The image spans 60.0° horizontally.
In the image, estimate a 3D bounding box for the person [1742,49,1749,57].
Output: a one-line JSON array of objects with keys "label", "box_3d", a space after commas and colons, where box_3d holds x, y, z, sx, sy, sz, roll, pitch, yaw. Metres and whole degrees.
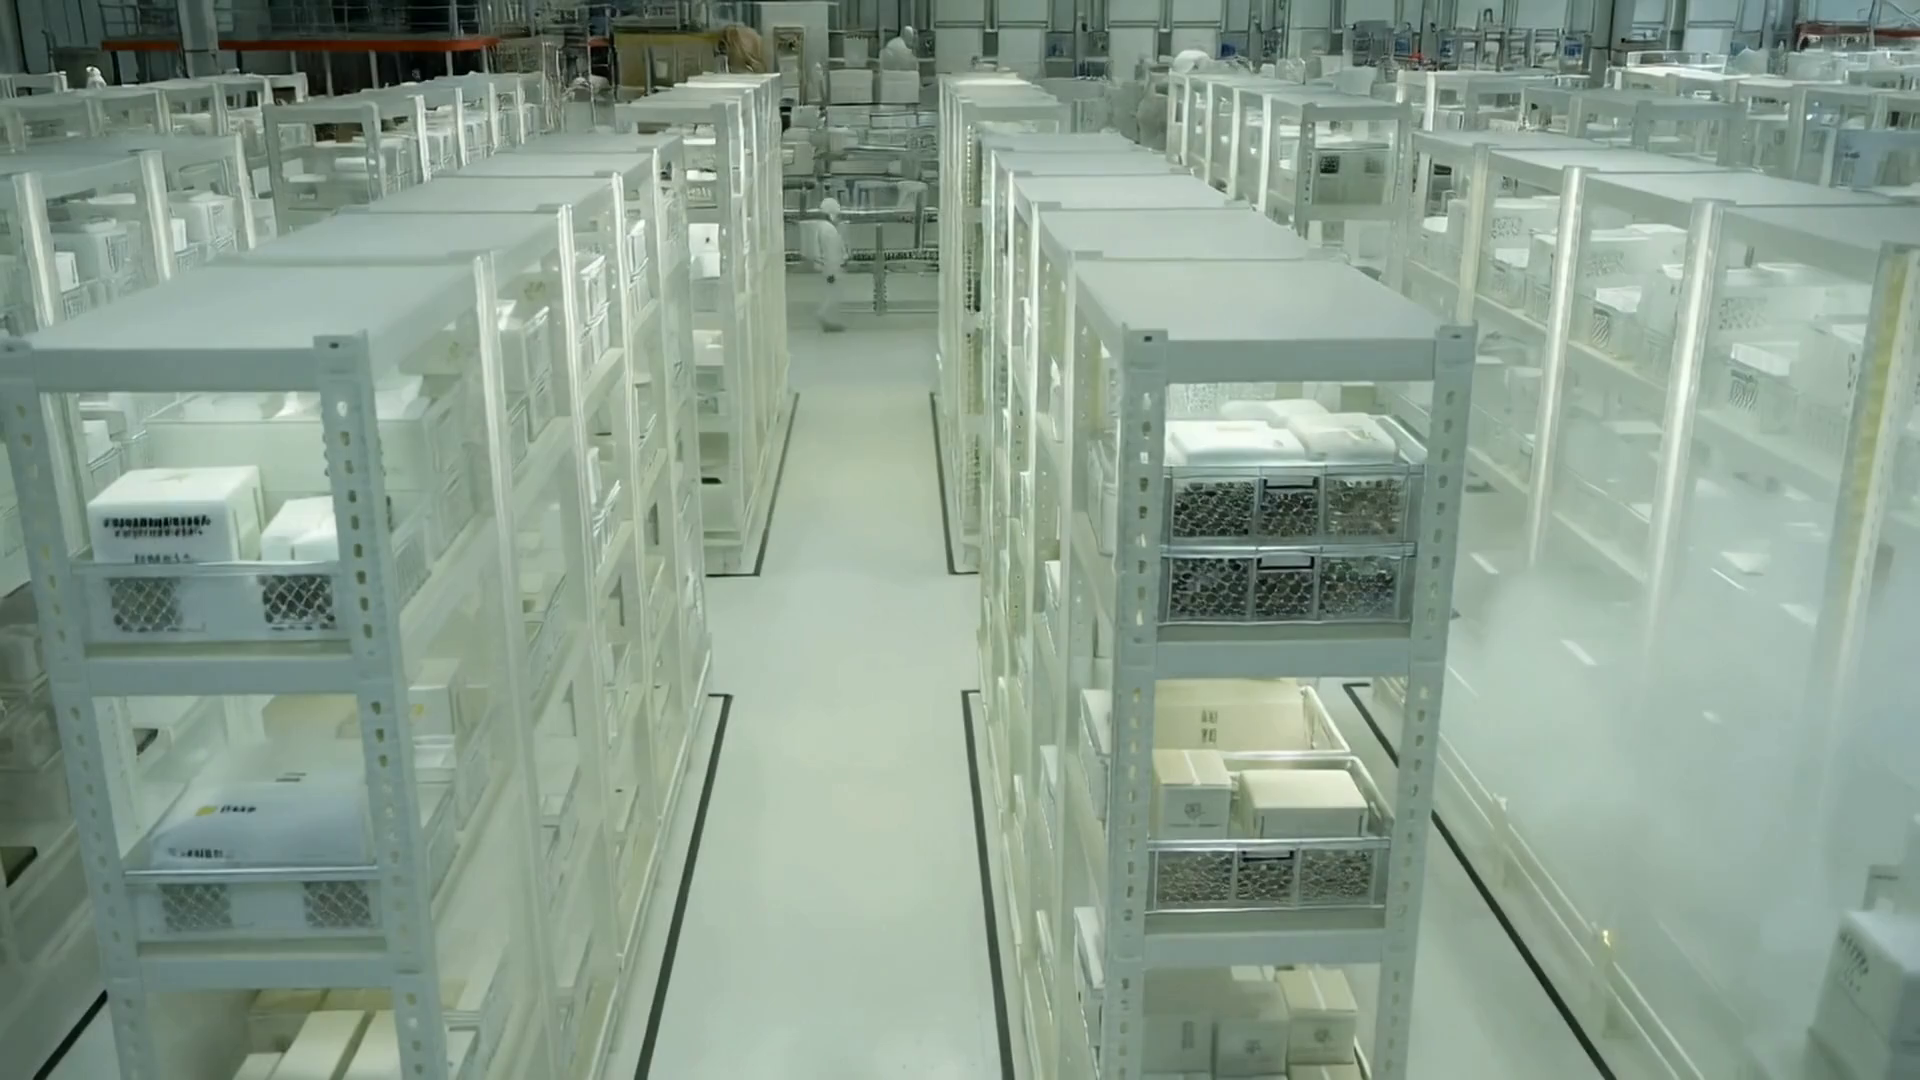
[{"label": "person", "box_3d": [42.185, -25.474, 89.615, 0.654, 1.923, 0.435, -12, 22, -34]}]

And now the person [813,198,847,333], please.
[{"label": "person", "box_3d": [-1.732, -3.662, 22.288, 0.420, 1.818, 0.618, -4, 18, -13]}]

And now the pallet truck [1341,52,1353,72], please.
[{"label": "pallet truck", "box_3d": [18.794, -23.123, 82.231, 0.823, 1.965, 1.885, -13, 22, -35]}]

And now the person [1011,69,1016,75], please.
[{"label": "person", "box_3d": [2.138, -17.441, 64.900, 0.417, 1.838, 0.513, -3, 18, -8]}]

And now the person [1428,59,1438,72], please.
[{"label": "person", "box_3d": [22.351, -21.789, 78.524, 0.539, 1.739, 0.775, -3, 18, -8]}]

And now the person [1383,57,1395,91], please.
[{"label": "person", "box_3d": [21.809, -23.690, 84.534, 0.855, 1.644, 0.542, 4, 18, 13]}]

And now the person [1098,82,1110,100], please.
[{"label": "person", "box_3d": [4.776, -13.935, 54.065, 0.549, 1.823, 0.965, 14, 22, 36]}]

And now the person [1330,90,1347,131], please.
[{"label": "person", "box_3d": [11.981, -13.359, 52.530, 0.557, 1.660, 0.793, 1, 18, 3]}]

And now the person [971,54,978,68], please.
[{"label": "person", "box_3d": [0.624, -22.435, 80.213, 0.551, 1.920, 0.638, 2, 18, 5]}]

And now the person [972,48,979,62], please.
[{"label": "person", "box_3d": [0.869, -25.735, 90.440, 0.582, 1.917, 0.547, 12, 21, 32]}]

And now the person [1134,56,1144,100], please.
[{"label": "person", "box_3d": [8.249, -21.219, 76.379, 0.480, 1.975, 0.630, -9, 20, -25]}]

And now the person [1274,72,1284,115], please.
[{"label": "person", "box_3d": [10.990, -15.206, 57.662, 0.539, 2.000, 0.684, 0, 18, 0]}]

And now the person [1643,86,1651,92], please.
[{"label": "person", "box_3d": [21.515, -13.332, 52.271, 0.614, 1.790, 0.896, -3, 18, -8]}]

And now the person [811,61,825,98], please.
[{"label": "person", "box_3d": [-6.382, -20.615, 74.762, 0.625, 1.822, 0.795, -6, 19, -18]}]

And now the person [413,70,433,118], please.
[{"label": "person", "box_3d": [-20.520, -16.972, 63.404, 0.622, 1.871, 0.576, -2, 18, -7]}]

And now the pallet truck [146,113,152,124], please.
[{"label": "pallet truck", "box_3d": [-18.087, -8.309, 36.390, 1.885, 1.965, 0.823, -1, 18, -4]}]

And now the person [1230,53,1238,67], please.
[{"label": "person", "box_3d": [13.619, -23.320, 83.014, 0.963, 1.883, 0.613, -5, 19, -16]}]

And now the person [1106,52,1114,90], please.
[{"label": "person", "box_3d": [7.485, -23.455, 83.339, 0.386, 1.948, 0.601, -8, 20, -23]}]

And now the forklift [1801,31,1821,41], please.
[{"label": "forklift", "box_3d": [45.917, -26.108, 90.055, 1.129, 2.768, 1.873, -1, 18, -2]}]

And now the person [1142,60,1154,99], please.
[{"label": "person", "box_3d": [8.629, -20.900, 75.675, 0.950, 1.802, 0.638, -14, 23, -37]}]

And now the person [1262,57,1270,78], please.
[{"label": "person", "box_3d": [15.342, -23.327, 83.351, 0.906, 1.699, 0.490, -2, 18, -6]}]

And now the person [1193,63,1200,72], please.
[{"label": "person", "box_3d": [9.283, -17.786, 65.668, 0.601, 2.035, 0.408, 5, 19, 15]}]

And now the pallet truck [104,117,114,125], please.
[{"label": "pallet truck", "box_3d": [-18.367, -7.885, 35.078, 1.885, 1.965, 0.823, 1, 18, 2]}]
